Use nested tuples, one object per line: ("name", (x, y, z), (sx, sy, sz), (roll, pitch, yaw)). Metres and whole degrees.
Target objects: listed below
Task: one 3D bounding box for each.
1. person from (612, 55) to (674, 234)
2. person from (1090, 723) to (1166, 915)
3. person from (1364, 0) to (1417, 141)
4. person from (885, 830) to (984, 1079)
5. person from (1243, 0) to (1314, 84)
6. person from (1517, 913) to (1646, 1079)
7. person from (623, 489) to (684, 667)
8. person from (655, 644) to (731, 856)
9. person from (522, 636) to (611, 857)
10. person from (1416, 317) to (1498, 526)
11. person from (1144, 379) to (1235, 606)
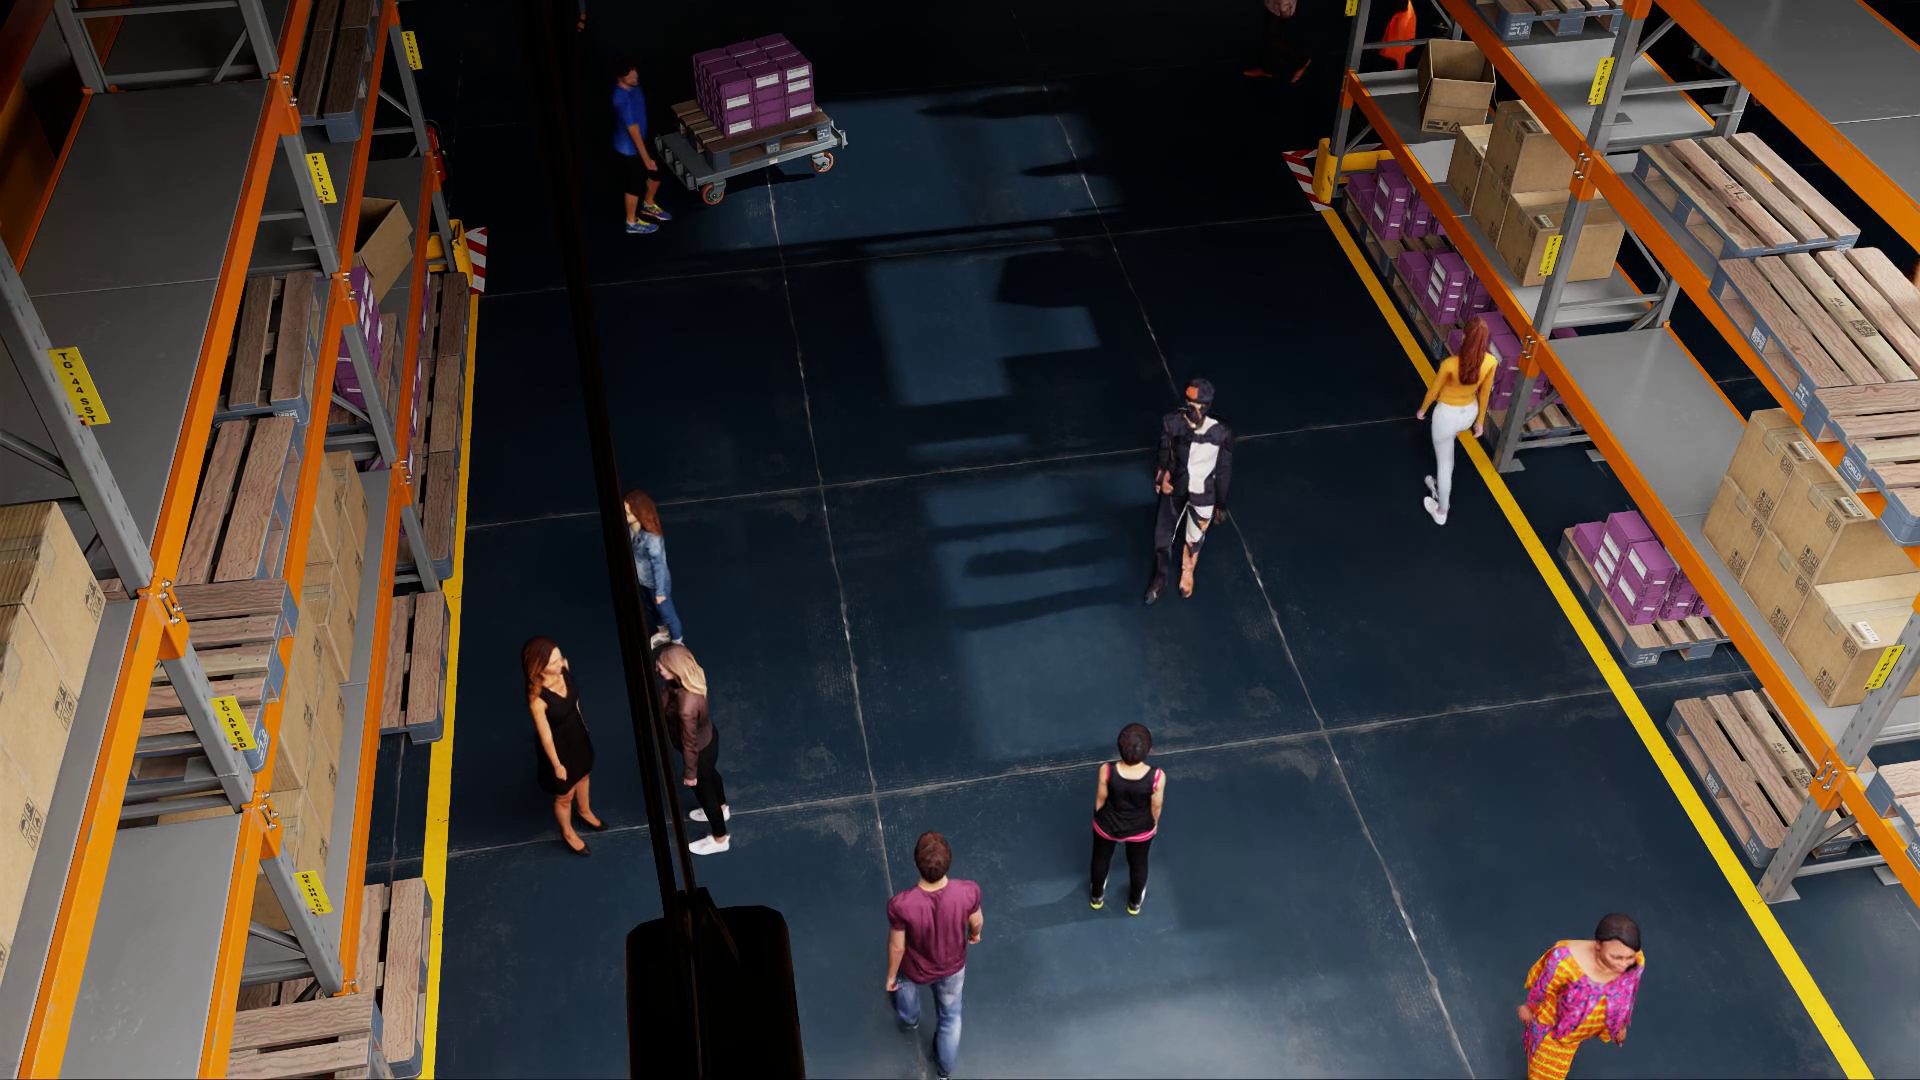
("person", (-2.910, -3.488, 14.671), (0.859, 1.831, 0.714), (-6, 44, -6))
("person", (0.942, 1.602, 9.531), (0.587, 1.550, 0.582), (4, 44, 4))
("person", (4.068, -4.629, 15.936), (0.773, 1.738, 0.649), (8, 44, 8))
("person", (-0.130, 2.245, 8.655), (0.707, 1.827, 0.842), (-8, 44, -9))
("person", (3.310, -5.436, 16.746), (0.935, 1.788, 0.969), (7, 44, 7))
("person", (3.173, 2.377, 8.630), (0.677, 1.671, 1.058), (-5, 44, -5))
("person", (-2.034, 0.231, 11.024), (0.679, 1.475, 0.579), (-33, 53, -30))
("person", (-1.543, 1.218, 9.824), (0.669, 1.701, 0.459), (-4, 44, -4))
("person", (-2.330, 1.212, 9.734), (0.710, 1.835, 0.592), (11, 45, 11))
("person", (3.573, -0.792, 11.913), (0.586, 1.731, 0.716), (-10, 44, -10))
("person", (1.594, -0.387, 11.382), (0.816, 1.877, 0.835), (10, 45, 10))
